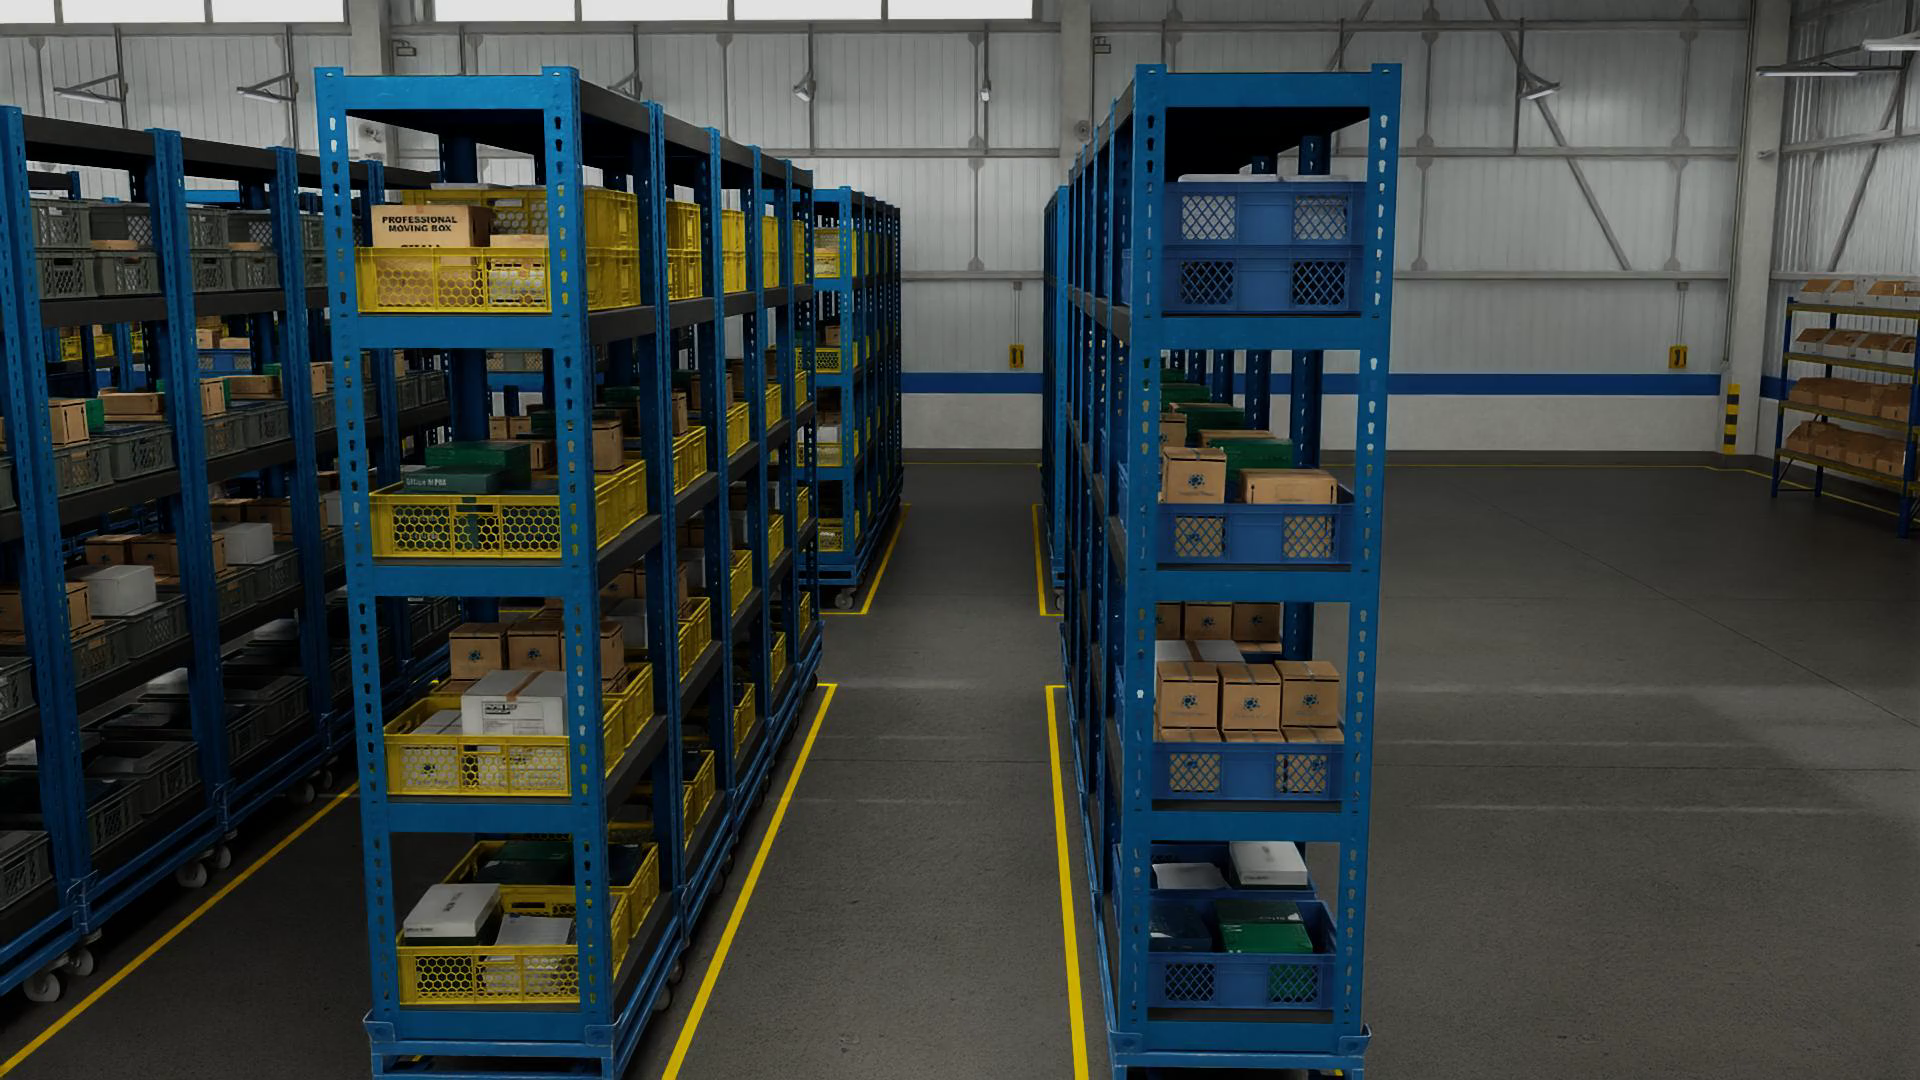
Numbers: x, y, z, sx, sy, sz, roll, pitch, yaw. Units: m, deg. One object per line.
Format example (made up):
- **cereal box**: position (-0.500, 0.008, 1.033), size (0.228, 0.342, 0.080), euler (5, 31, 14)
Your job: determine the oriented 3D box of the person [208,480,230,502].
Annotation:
- **person**: position (-7.616, -0.823, 16.859), size (0.392, 1.986, 0.610), euler (-2, 10, -14)
